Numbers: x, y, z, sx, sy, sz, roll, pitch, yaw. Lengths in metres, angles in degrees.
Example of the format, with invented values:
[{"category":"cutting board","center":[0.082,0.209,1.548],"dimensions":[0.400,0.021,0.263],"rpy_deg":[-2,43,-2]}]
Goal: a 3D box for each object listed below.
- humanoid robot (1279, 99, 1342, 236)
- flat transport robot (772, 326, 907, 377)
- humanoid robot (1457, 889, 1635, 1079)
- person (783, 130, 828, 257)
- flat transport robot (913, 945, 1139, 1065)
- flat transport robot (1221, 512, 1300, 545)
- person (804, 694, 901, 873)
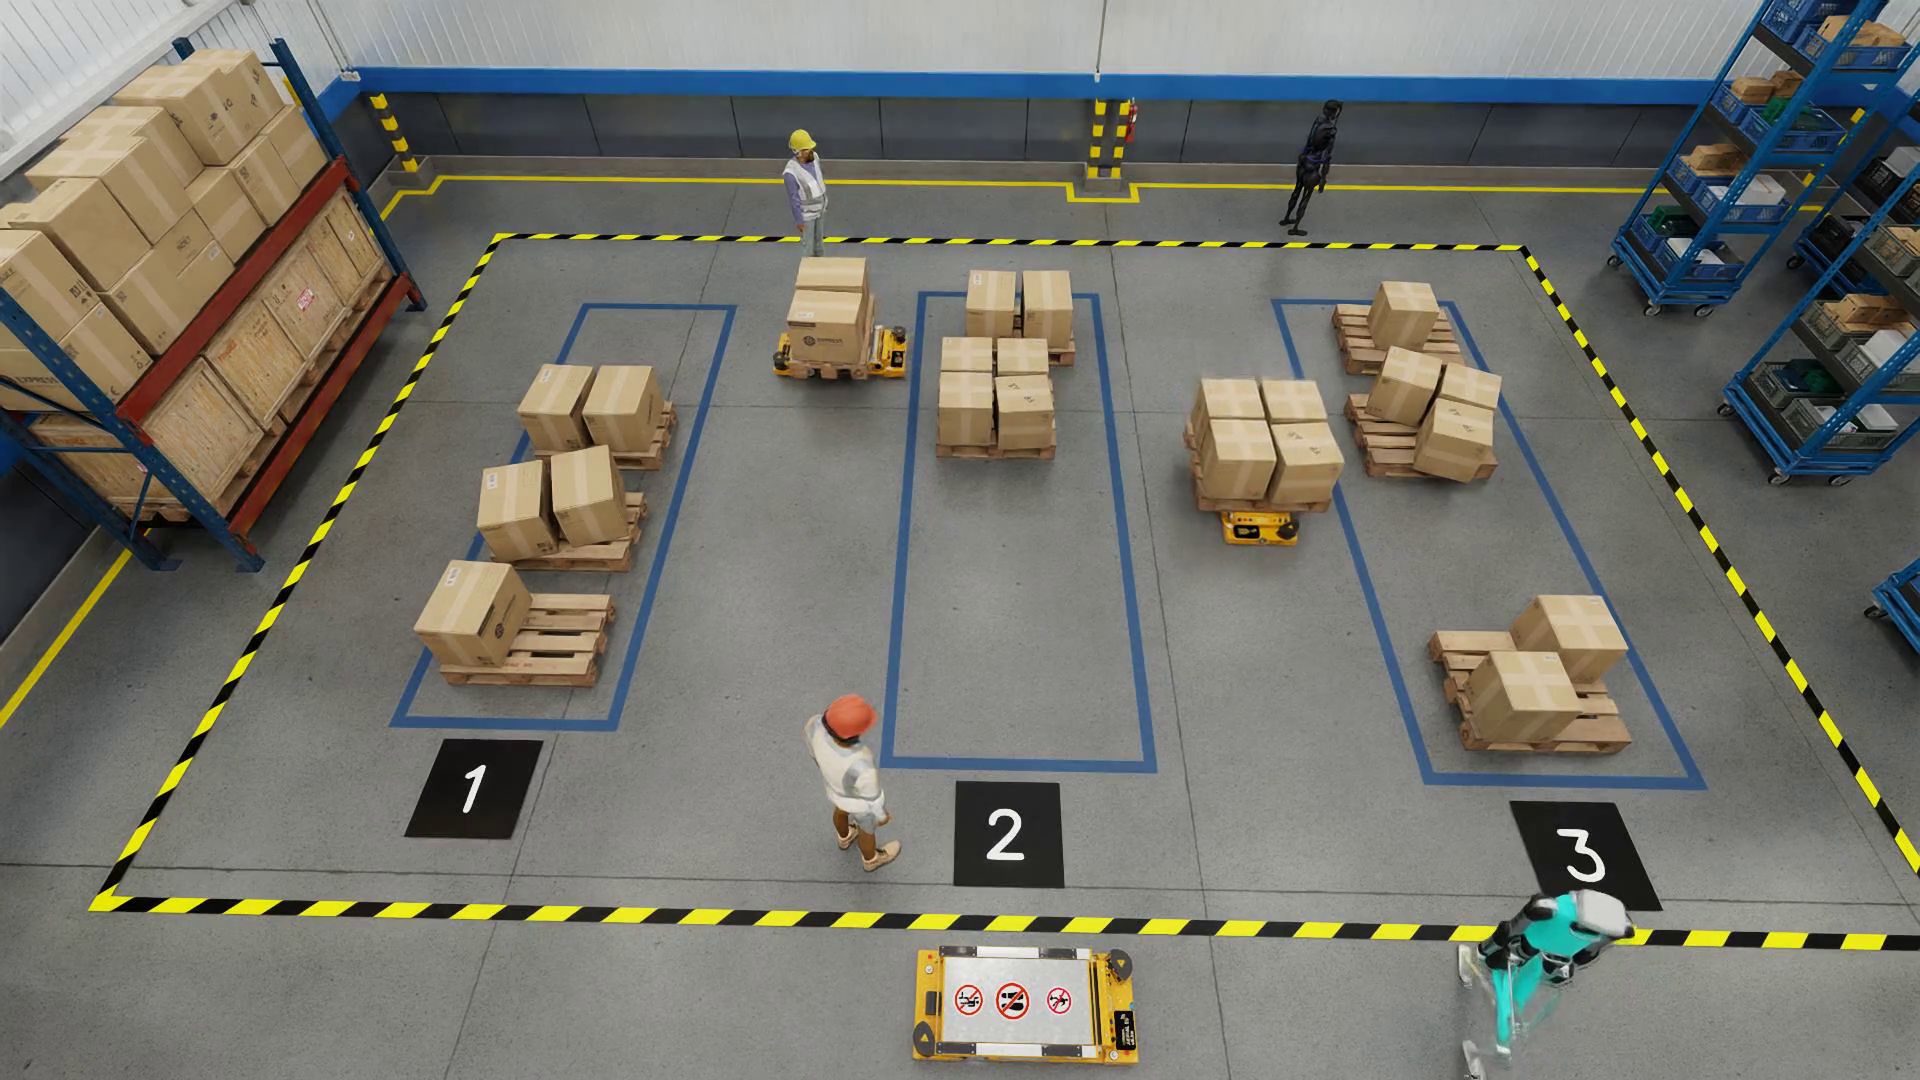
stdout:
[{"category":"humanoid robot","center":[4.353,-4.613,11.330],"dimensions":[0.315,1.653,0.599],"rpy_deg":[-7,51,-6]},{"category":"flat transport robot","center":[-1.326,-2.113,10.190],"dimensions":[1.431,0.197,0.652],"rpy_deg":[1,51,1]},{"category":"humanoid robot","center":[3.354,2.696,5.378],"dimensions":[0.535,1.778,1.034],"rpy_deg":[10,52,8]},{"category":"person","center":[-1.724,-3.833,10.599],"dimensions":[0.404,1.837,0.589],"rpy_deg":[19,53,15]},{"category":"flat transport robot","center":[0.422,3.041,6.007],"dimensions":[1.431,0.231,0.659],"rpy_deg":[1,51,1]},{"category":"flat transport robot","center":[2.826,-0.567,8.930],"dimensions":[0.652,0.197,1.431],"rpy_deg":[1,51,1]},{"category":"person","center":[-0.682,1.606,6.041],"dimensions":[0.610,2.029,0.401],"rpy_deg":[37,60,26]}]
